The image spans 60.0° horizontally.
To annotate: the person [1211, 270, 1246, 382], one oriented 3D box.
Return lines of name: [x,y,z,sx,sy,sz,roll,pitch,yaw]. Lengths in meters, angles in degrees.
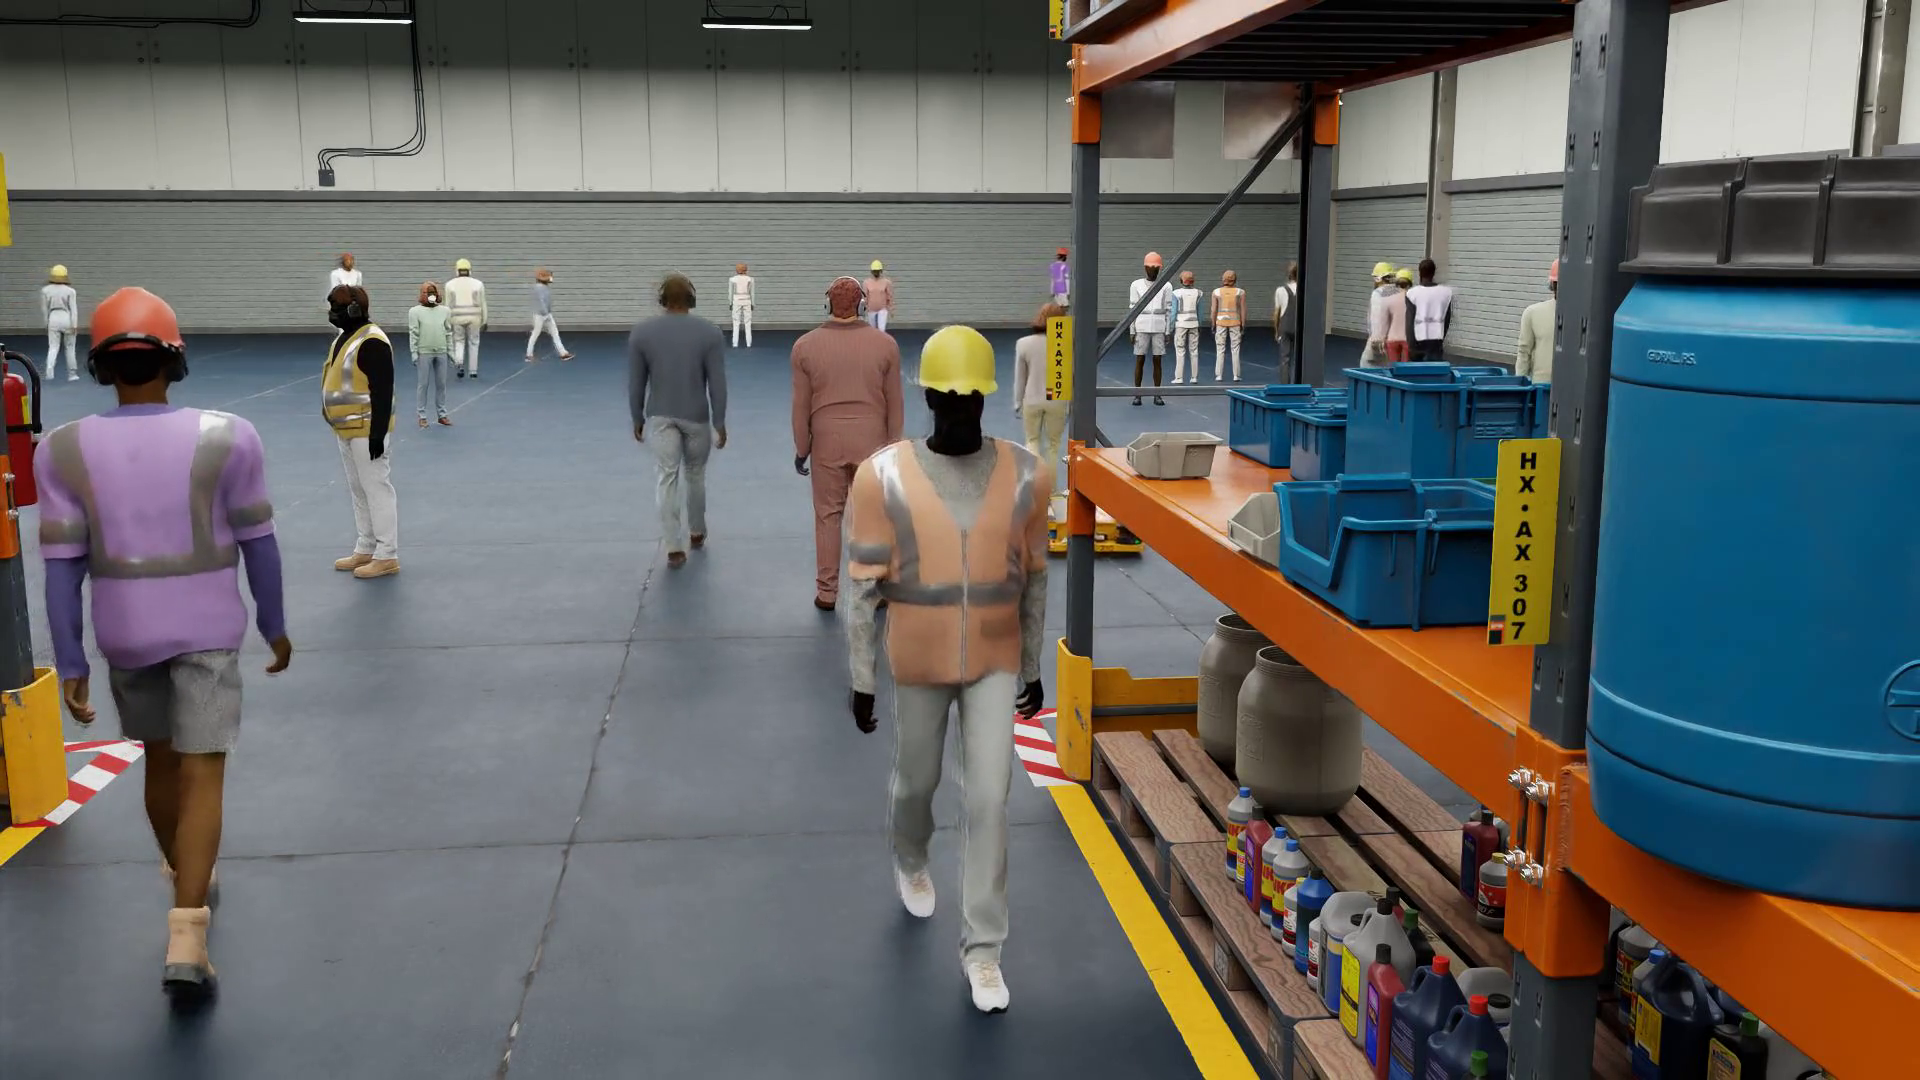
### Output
person: [3.960,-3.154,24.562,0.515,1.640,0.315,2,11,12]

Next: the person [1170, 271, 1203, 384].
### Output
person: [3.282,-3.077,24.143,0.525,1.639,0.307,-3,11,-18]

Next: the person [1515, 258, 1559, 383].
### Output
person: [4.484,-1.125,12.472,0.623,1.989,0.399,3,11,18]

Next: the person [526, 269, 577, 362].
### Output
person: [-7.068,-3.836,28.452,0.870,1.587,0.515,2,10,10]

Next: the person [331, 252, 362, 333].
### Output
person: [-10.944,-4.206,29.732,0.436,1.864,0.582,10,14,42]

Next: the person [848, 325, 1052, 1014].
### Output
person: [-0.036,0.312,4.879,0.597,1.897,0.919,-2,10,-10]

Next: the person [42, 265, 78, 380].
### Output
person: [-13.289,-3.196,24.555,0.500,1.723,0.646,-1,10,-8]

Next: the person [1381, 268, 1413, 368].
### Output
person: [5.380,-2.428,20.256,0.542,1.750,0.480,6,12,29]

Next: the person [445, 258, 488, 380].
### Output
person: [-7.373,-3.300,24.889,0.586,1.810,0.426,-2,10,-9]

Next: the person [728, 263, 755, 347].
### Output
person: [-4.219,-4.538,32.178,0.507,1.631,0.313,-2,11,-12]

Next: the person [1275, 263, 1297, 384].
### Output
person: [4.303,-2.656,21.424,0.506,1.791,0.985,3,11,15]

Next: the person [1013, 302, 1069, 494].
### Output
person: [0.665,-1.059,13.110,0.525,1.620,0.412,3,11,17]

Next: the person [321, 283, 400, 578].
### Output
person: [-3.786,-0.688,10.490,0.429,1.841,0.633,-8,13,-38]

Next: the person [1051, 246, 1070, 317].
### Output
person: [2.231,-5.520,36.748,0.665,1.922,0.563,-9,14,-40]

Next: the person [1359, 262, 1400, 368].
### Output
person: [5.233,-2.538,20.699,0.625,1.813,0.501,-10,14,-42]

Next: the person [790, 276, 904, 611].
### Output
person: [-0.639,-0.541,9.508,0.638,1.909,0.408,-1,10,-4]

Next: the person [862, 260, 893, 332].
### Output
person: [-1.430,-4.003,28.970,0.532,1.742,0.790,1,10,8]

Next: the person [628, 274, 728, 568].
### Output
person: [-1.862,-0.810,11.035,0.651,1.882,1.003,-1,10,-5]

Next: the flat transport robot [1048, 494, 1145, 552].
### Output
flat transport robot: [0.907,-0.129,11.734,0.652,0.197,1.431,0,10,0]

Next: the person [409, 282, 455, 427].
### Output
person: [-5.943,-2.089,18.740,0.504,1.632,0.270,-9,13,-39]

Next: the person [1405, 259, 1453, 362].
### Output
person: [5.451,-2.328,19.414,0.598,1.872,0.994,-1,10,-5]

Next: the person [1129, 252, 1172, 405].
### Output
person: [2.419,-2.675,21.109,0.545,1.942,0.349,0,10,-1]

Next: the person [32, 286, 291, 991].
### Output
person: [-2.310,0.271,4.827,0.610,2.002,1.035,-2,11,-11]
